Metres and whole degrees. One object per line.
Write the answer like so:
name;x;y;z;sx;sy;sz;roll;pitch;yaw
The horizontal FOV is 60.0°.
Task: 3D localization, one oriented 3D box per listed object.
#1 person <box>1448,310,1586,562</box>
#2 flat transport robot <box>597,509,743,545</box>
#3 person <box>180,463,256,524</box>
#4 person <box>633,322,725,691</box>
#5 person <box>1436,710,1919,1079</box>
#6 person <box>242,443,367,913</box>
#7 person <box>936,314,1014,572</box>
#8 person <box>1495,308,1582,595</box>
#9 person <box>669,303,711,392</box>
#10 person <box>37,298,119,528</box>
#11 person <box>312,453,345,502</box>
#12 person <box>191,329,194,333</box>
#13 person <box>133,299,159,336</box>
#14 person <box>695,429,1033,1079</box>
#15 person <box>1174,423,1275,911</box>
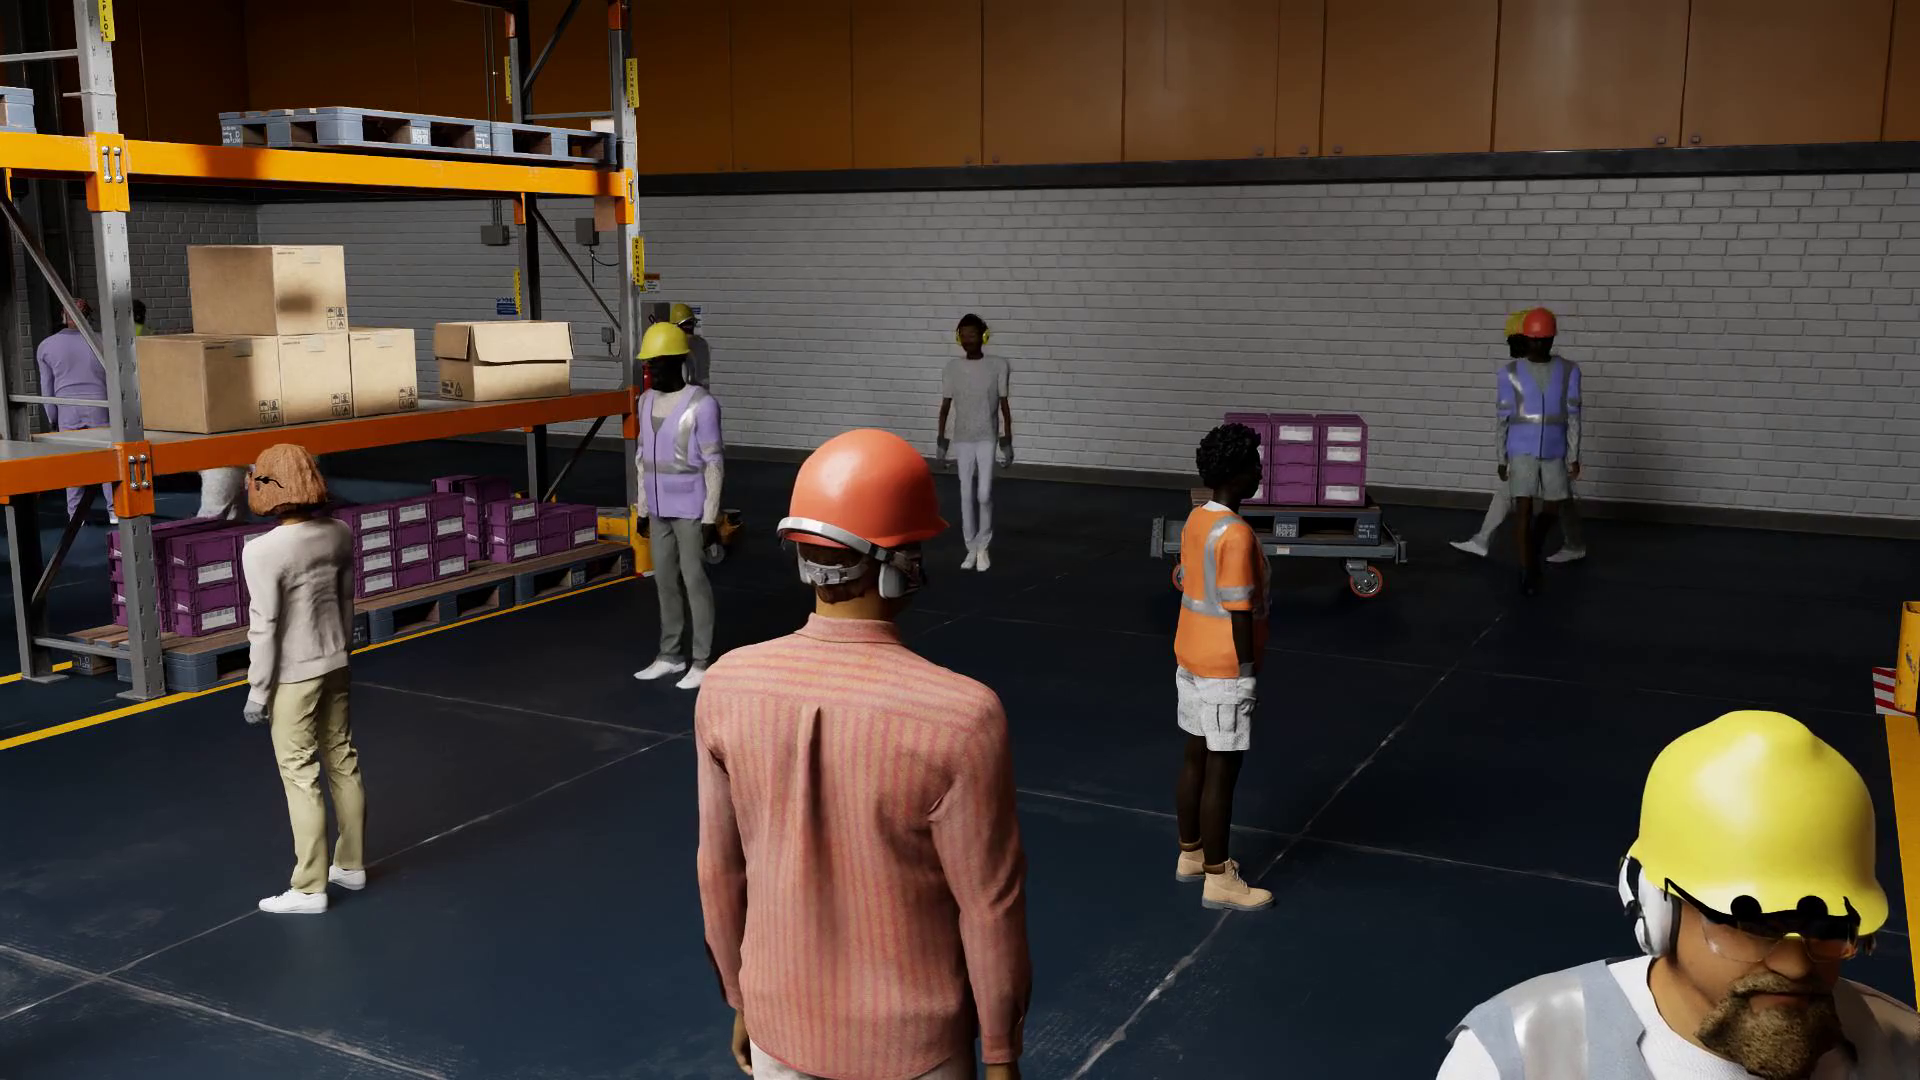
person;4.186;-0.751;12.232;1.000;1.864;0.589;0;10;-1
flat transport robot;-2.485;-0.112;13.144;1.431;0.197;0.652;1;10;3
person;-4.908;-0.525;11.131;0.650;1.793;0.981;7;12;34
person;-1.498;-0.176;8.724;0.594;1.924;0.381;8;13;38
person;0.780;1.071;1.776;0.589;1.833;0.404;0;10;-2
person;-2.282;0.479;5.779;0.286;1.633;0.500;3;10;17
person;0.092;-0.681;11.884;0.550;1.843;0.581;2;10;14
person;3.902;-0.615;11.281;0.556;1.920;0.735;1;10;8
person;-2.473;-1.223;15.064;0.403;1.827;0.601;3;10;19
person;-7.265;-1.050;13.846;0.642;1.908;0.409;-4;10;-20
person;-4.957;-0.767;12.710;0.499;1.724;0.475;5;11;29
person;-7.745;-1.613;17.291;0.429;1.845;0.621;3;10;19
person;-8.445;-1.549;17.004;0.635;1.819;0.768;1;10;7
person;-0.158;0.807;2.834;0.612;1.995;0.377;5;11;26
person;0.925;0.437;5.840;0.319;1.696;0.532;-2;10;-10
